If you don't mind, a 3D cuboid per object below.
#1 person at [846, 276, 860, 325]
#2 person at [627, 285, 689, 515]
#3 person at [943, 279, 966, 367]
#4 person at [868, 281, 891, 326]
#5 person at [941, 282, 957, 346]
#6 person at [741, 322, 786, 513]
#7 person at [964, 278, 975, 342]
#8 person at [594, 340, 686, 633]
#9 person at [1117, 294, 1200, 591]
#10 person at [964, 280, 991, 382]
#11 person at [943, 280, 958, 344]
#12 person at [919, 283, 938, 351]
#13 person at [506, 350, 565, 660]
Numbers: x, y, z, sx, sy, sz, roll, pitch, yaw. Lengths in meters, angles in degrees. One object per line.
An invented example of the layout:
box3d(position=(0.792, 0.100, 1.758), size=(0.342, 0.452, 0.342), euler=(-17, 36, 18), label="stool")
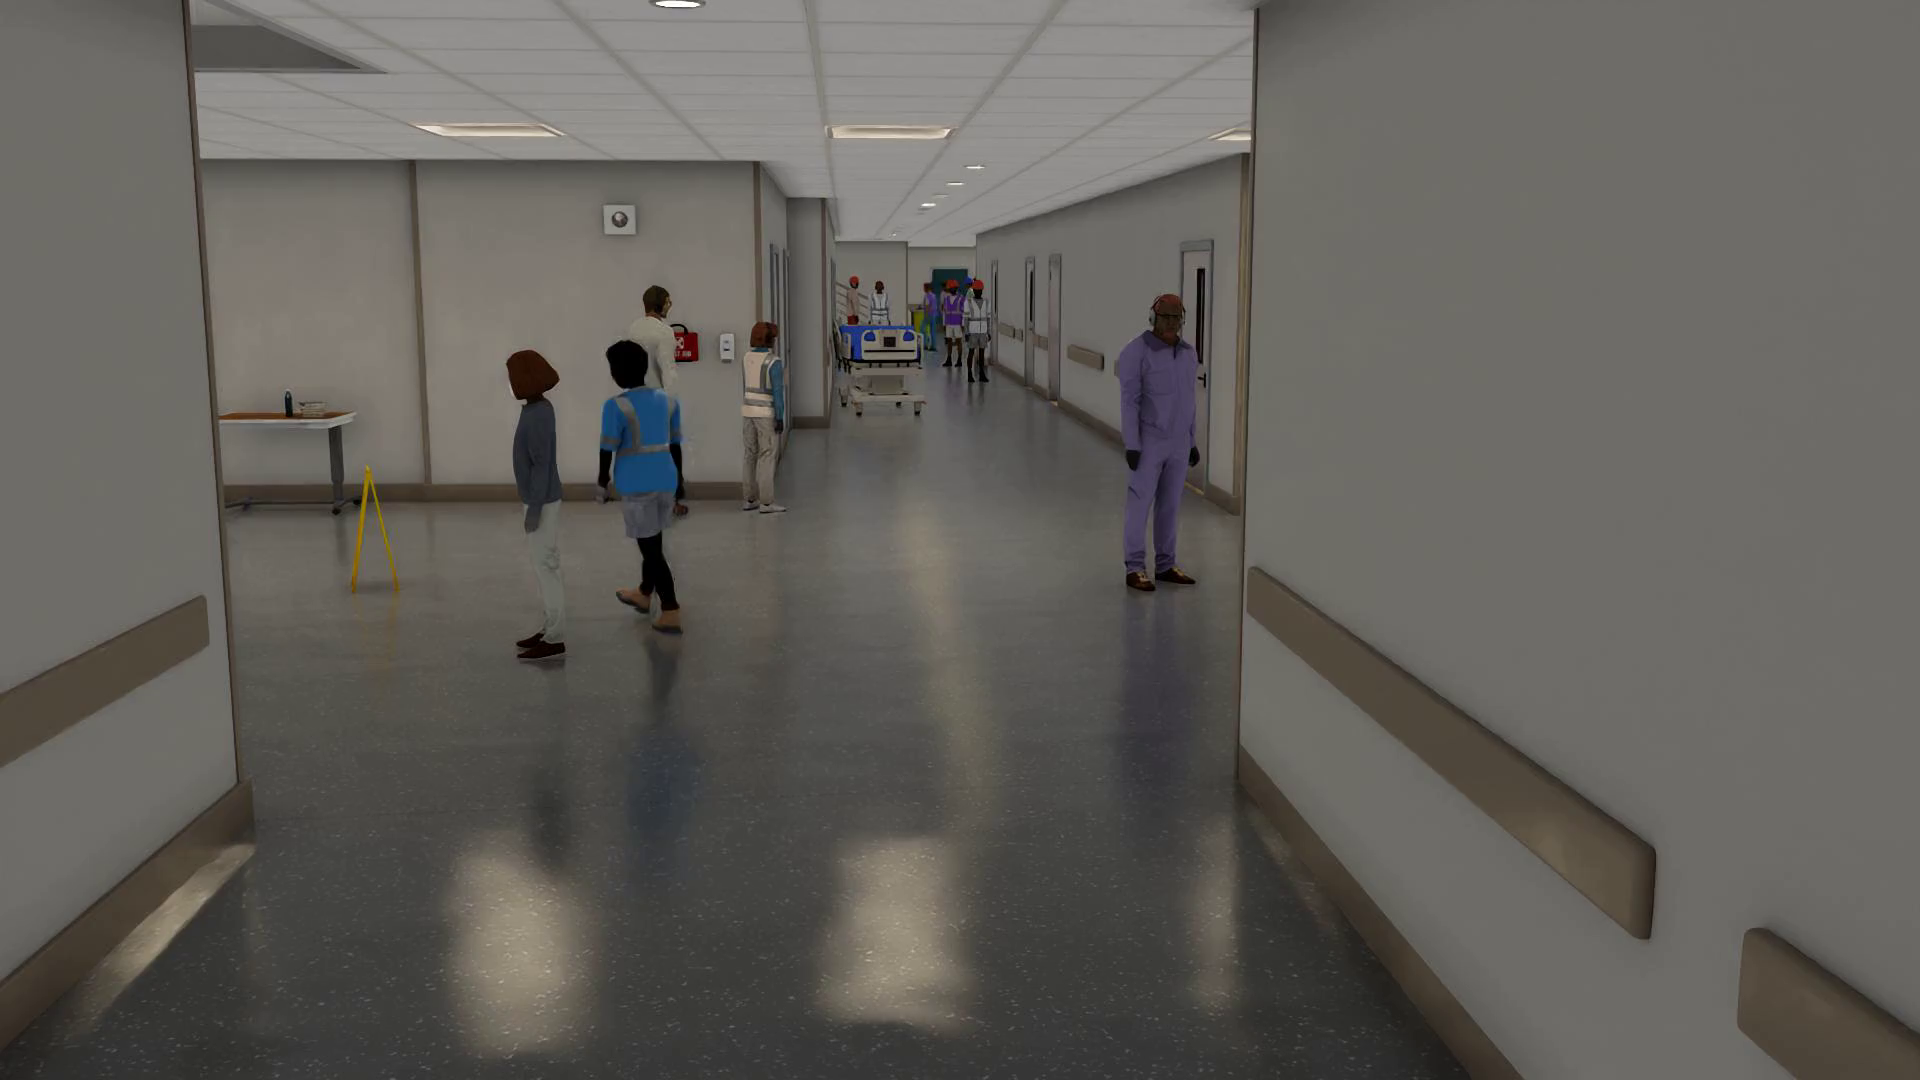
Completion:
box3d(position=(-2.762, -5.855, 43.258), size=(0.394, 1.992, 0.622), euler=(-4, 10, -23), label="person")
box3d(position=(-2.566, -1.171, 14.028), size=(0.354, 1.937, 0.635), euler=(-8, 12, -40), label="person")
box3d(position=(-0.144, -4.811, 36.881), size=(0.551, 1.936, 0.357), euler=(4, 10, 25), label="person")
box3d(position=(-1.996, -5.474, 41.224), size=(0.575, 1.881, 0.356), euler=(-2, 9, -14), label="person")
box3d(position=(-0.297, -6.448, 47.474), size=(0.572, 1.832, 0.404), euler=(6, 11, 31), label="person")
box3d(position=(-1.687, -1.043, 14.201), size=(0.508, 1.629, 0.317), euler=(8, 12, 43), label="person")
box3d(position=(0.310, -6.981, 50.476), size=(0.405, 1.946, 0.609), euler=(0, 9, -2), label="person")
box3d(position=(-1.875, -0.310, 9.524), size=(0.803, 1.651, 0.546), euler=(6, 11, 35), label="person")
box3d(position=(1.318, -0.633, 10.769), size=(0.642, 1.905, 0.401), euler=(-7, 11, -36), label="person")
box3d(position=(0.342, -3.961, 31.552), size=(0.546, 1.938, 0.360), euler=(-4, 10, -22), label="person")
box3d(position=(-0.210, -6.725, 49.027), size=(0.566, 1.899, 0.922), euler=(7, 12, 39), label="person")
box3d(position=(-0.898, -5.970, 44.525), size=(0.633, 1.826, 0.573), euler=(5, 10, 28), label="person")
box3d(position=(-2.241, -0.187, 8.811), size=(0.288, 1.633, 0.497), euler=(-2, 9, -13), label="person")
